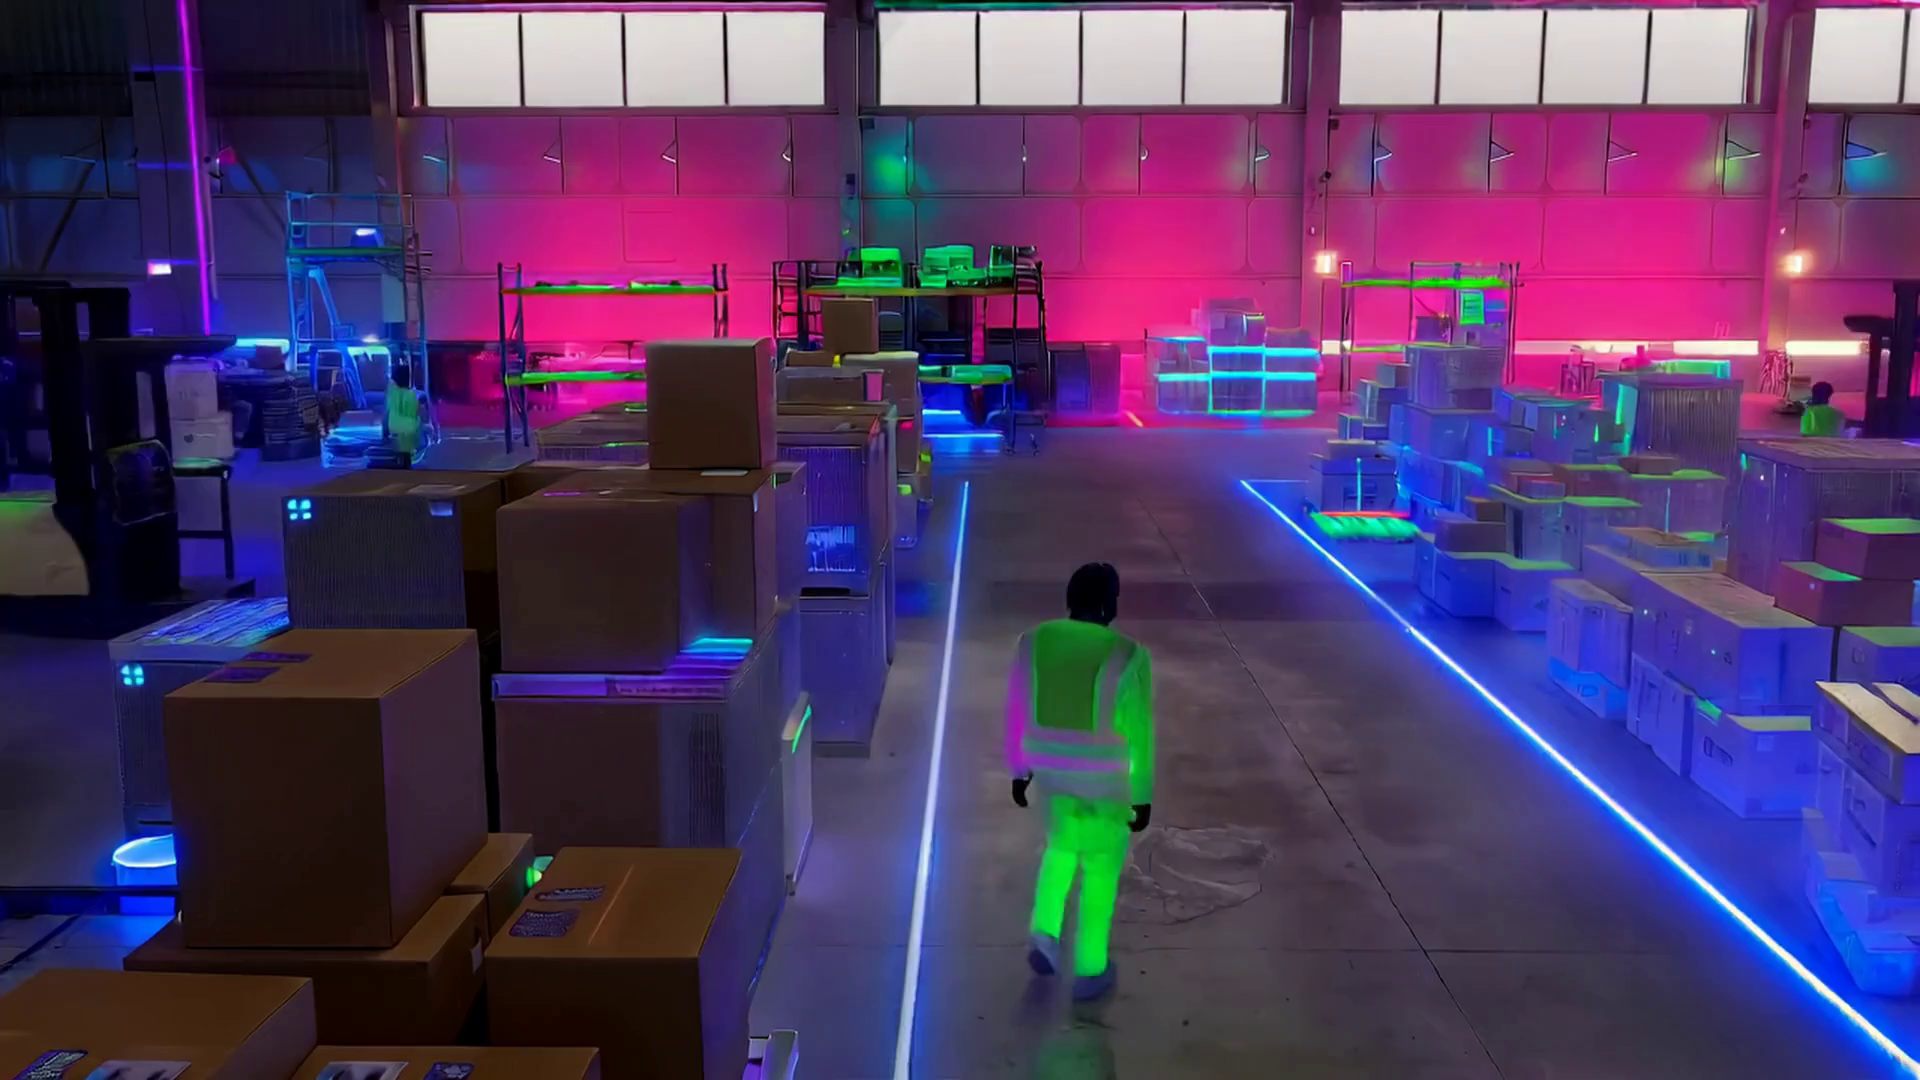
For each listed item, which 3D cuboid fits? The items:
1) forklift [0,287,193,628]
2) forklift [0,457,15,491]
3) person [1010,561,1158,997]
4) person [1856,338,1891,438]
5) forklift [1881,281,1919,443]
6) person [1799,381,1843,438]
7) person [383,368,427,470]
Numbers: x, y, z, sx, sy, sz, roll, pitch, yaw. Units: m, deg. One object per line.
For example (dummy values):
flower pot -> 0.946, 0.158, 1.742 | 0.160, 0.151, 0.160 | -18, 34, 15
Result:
forklift -> -7.256, -0.719, 13.944 | 1.873, 2.768, 1.129 | 0, 9, 1
forklift -> -11.895, -1.760, 20.180 | 1.873, 2.768, 1.129 | -3, 10, -18
person -> 0.515, 0.990, 6.854 | 0.654, 1.825, 0.443 | 6, 11, 30
person -> 15.517, -2.547, 27.864 | 0.898, 1.905, 0.559 | -1, 9, -3
forklift -> 10.667, -1.436, 18.237 | 1.129, 2.768, 1.873 | 0, 9, 1
person -> 9.980, -0.999, 19.240 | 0.532, 1.676, 0.688 | -2, 10, -14
person -> -7.278, -1.423, 21.833 | 0.547, 1.640, 0.882 | 5, 11, 27
